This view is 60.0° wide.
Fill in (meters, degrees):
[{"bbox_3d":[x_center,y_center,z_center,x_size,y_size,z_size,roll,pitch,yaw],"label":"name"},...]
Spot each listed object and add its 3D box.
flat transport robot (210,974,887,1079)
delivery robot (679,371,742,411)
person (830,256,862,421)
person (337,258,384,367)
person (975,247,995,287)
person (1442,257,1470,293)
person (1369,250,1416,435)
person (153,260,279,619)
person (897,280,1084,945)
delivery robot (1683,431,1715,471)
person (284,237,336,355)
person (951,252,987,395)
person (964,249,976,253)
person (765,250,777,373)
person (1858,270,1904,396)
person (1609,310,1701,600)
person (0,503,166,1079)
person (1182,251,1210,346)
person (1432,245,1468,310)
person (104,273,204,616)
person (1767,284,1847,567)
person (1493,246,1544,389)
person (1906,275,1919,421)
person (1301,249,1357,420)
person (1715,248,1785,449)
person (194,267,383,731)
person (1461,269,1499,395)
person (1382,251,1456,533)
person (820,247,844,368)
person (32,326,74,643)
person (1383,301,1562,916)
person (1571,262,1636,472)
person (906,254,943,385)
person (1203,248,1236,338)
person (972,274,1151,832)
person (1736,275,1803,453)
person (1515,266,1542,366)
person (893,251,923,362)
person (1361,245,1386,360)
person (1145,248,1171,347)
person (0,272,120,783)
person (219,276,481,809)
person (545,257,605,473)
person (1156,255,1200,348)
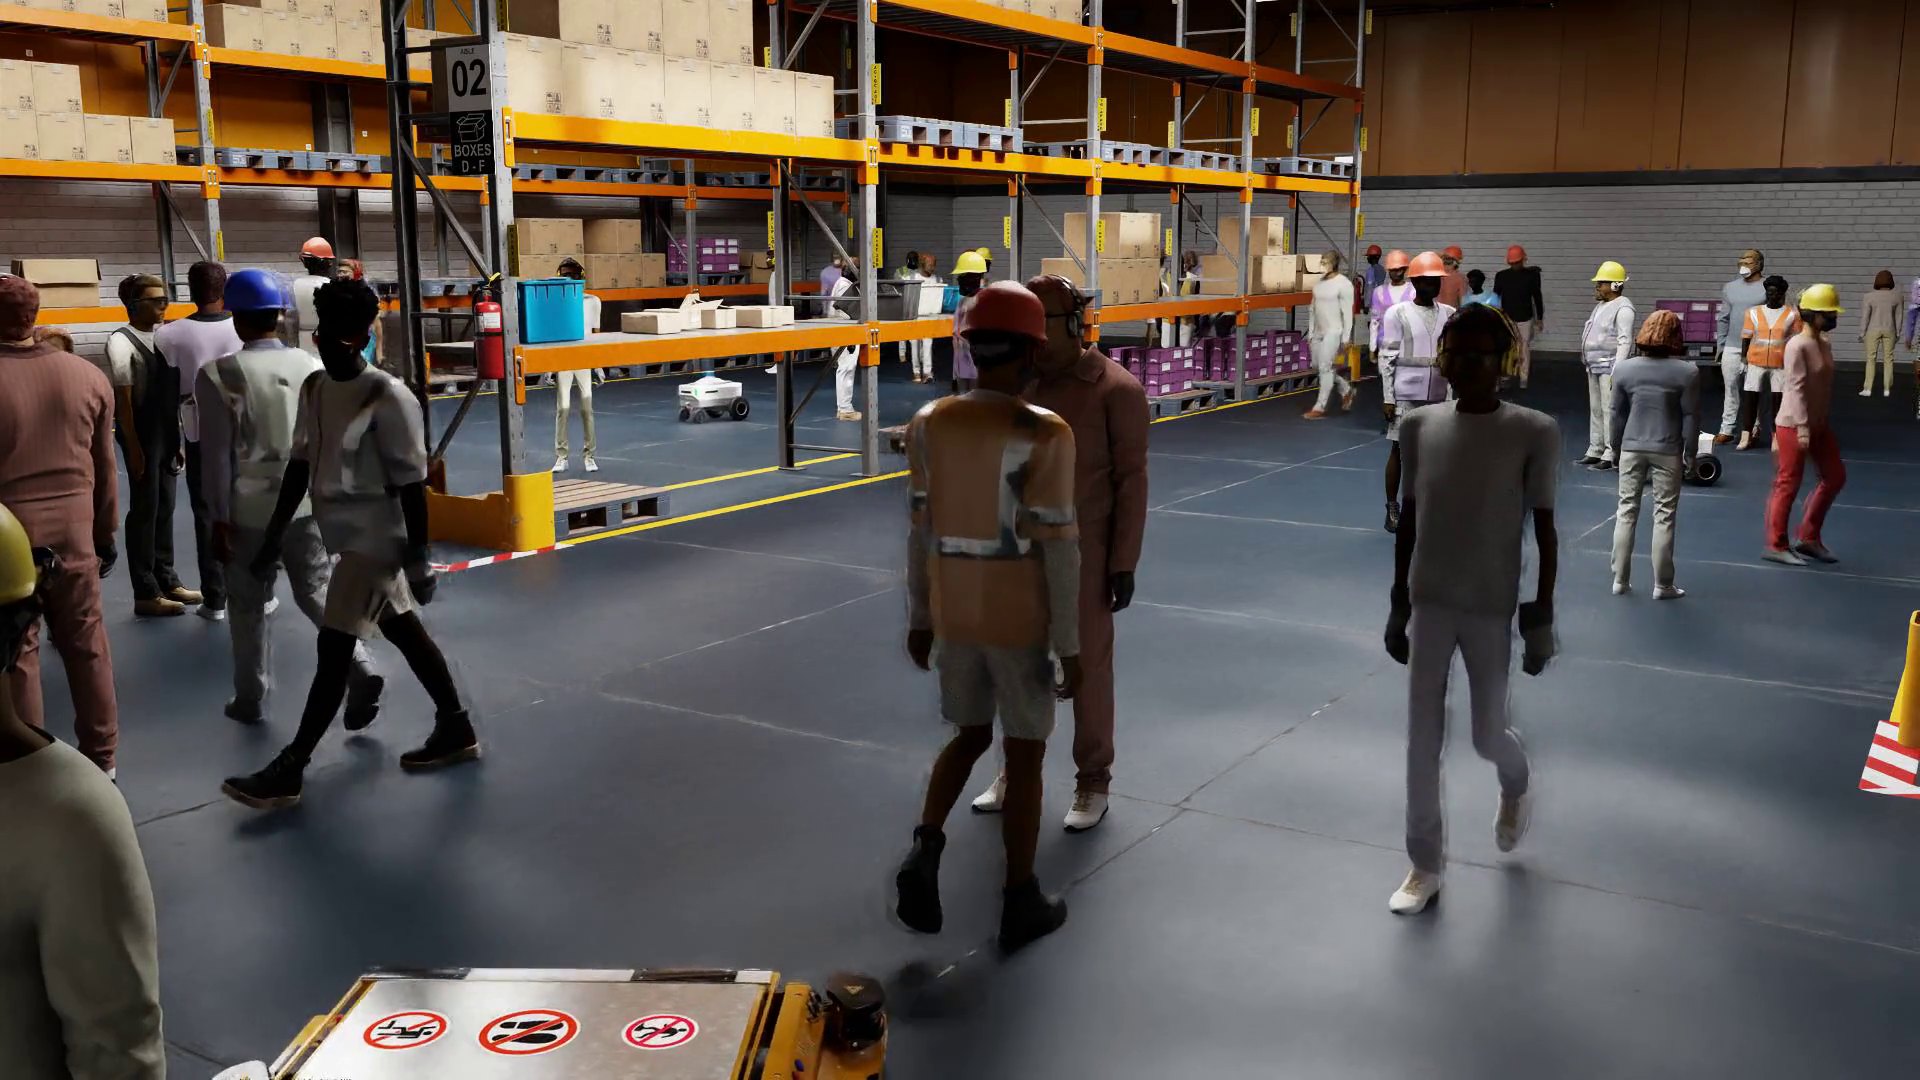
[{"bbox_3d":[-0.902,1.213,3.816,1.431,0.197,0.652,0,10,1],"label":"flat transport robot"},{"bbox_3d":[-2.789,-1.646,18.601,0.477,0.478,0.707,9,14,42],"label":"delivery robot"},{"bbox_3d":[-1.239,-2.267,18.761,0.428,1.837,0.631,-2,10,-8],"label":"person"},{"bbox_3d":[-6.181,-1.959,17.051,0.586,1.833,0.434,3,11,18],"label":"person"},{"bbox_3d":[0.299,-3.207,23.756,0.394,1.919,0.581,-1,10,-8],"label":"person"},{"bbox_3d":[6.788,-3.068,23.193,0.593,1.837,0.404,0,10,-2],"label":"person"},{"bbox_3d":[4.532,-2.048,17.307,0.562,1.918,0.427,5,11,27],"label":"person"},{"bbox_3d":[-3.954,-0.530,8.910,0.597,1.915,0.370,-6,12,-30],"label":"person"},{"bbox_3d":[0.060,0.236,4.690,0.614,1.909,0.608,7,13,35],"label":"person"},{"bbox_3d":[5.876,-0.785,13.837,0.707,0.478,0.477,0,10,-2],"label":"delivery robot"},{"bbox_3d":[-5.664,-1.655,14.797,0.606,2.044,0.373,2,10,12],"label":"person"},{"bbox_3d":[0.101,-1.353,13.443,0.367,1.927,0.587,-6,12,-30],"label":"person"},{"bbox_3d":[0.155,-3.455,25.214,0.355,1.882,0.576,-3,11,-17],"label":"person"},{"bbox_3d":[-2.814,-3.472,25.344,0.329,1.873,0.512,-2,10,-10],"label":"person"},{"bbox_3d":[11.947,-2.676,21.588,0.497,1.633,0.279,2,11,14],"label":"person"},{"bbox_3d":[3.921,-0.479,9.414,0.500,1.633,0.281,9,14,41],"label":"person"},{"bbox_3d":[-1.157,0.793,2.002,0.525,1.769,0.312,6,12,28],"label":"person"},{"bbox_3d":[3.440,-3.382,24.880,0.893,1.851,0.664,-1,10,-6],"label":"person"},{"bbox_3d":[6.456,-2.963,22.269,0.712,1.962,0.662,-9,14,-41],"label":"person"},{"bbox_3d":[-4.388,-0.519,9.047,0.345,1.846,0.508,0,10,-1],"label":"person"},{"bbox_3d":[5.294,-0.693,10.276,0.541,1.755,0.482,-8,13,-38],"label":"person"},{"bbox_3d":[7.528,-3.007,22.552,0.747,1.933,0.846,6,12,29],"label":"person"},{"bbox_3d":[10.700,-2.258,18.199,0.653,2.020,0.462,9,14,41],"label":"person"},{"bbox_3d":[4.234,-2.330,18.879,0.746,1.924,0.637,-5,11,-24],"label":"person"},{"bbox_3d":[7.675,-1.863,16.232,0.356,1.938,0.638,-7,12,-34],"label":"person"},{"bbox_3d":[-2.756,-0.147,6.806,0.848,1.921,0.624,8,13,39],"label":"person"},{"bbox_3d":[6.642,-2.622,21.190,0.532,1.663,0.756,8,13,37],"label":"person"},{"bbox_3d":[3.183,-1.011,11.509,0.547,1.942,0.350,-2,11,-13],"label":"person"},{"bbox_3d":[-1.898,-3.692,26.439,0.649,1.916,0.616,0,10,0],"label":"person"},{"bbox_3d":[-4.494,-0.241,8.164,0.574,1.602,0.309,-8,13,-39],"label":"person"},{"bbox_3d":[1.579,0.192,5.119,0.520,1.852,0.692,7,13,35],"label":"person"},{"bbox_3d":[5.667,-1.518,14.619,0.403,1.833,0.586,-1,10,-4],"label":"person"},{"bbox_3d":[-0.516,-3.118,23.514,0.596,1.817,1.023,-2,10,-9],"label":"person"},{"bbox_3d":[3.909,-3.341,24.421,0.956,1.957,0.656,-10,14,-44],"label":"person"},{"bbox_3d":[0.315,0.047,5.746,0.651,1.906,0.403,7,12,32],"label":"person"},{"bbox_3d":[7.732,-1.678,15.892,0.540,1.691,0.317,6,12,32],"label":"person"},{"bbox_3d":[9.055,-3.574,26.625,0.405,1.608,0.573,7,13,35],"label":"person"},{"bbox_3d":[-0.798,-3.882,27.695,0.631,1.841,0.429,-3,11,-19],"label":"person"},{"bbox_3d":[7.011,-4.036,28.281,0.359,1.938,0.547,7,13,35],"label":"person"},{"bbox_3d":[3.342,-4.002,28.247,0.561,1.889,0.986,3,11,18],"label":"person"},{"bbox_3d":[-3.354,0.001,5.981,0.409,1.913,0.651,7,12,32],"label":"person"},{"bbox_3d":[-2.211,0.001,6.044,1.027,1.892,0.644,-9,14,-42],"label":"person"},{"bbox_3d":[-3.367,-1.520,14.524,0.517,1.873,0.328,-2,10,-9],"label":"person"},{"bbox_3d":[3.005,-3.022,22.957,0.629,1.837,0.429,0,10,0],"label":"person"}]
